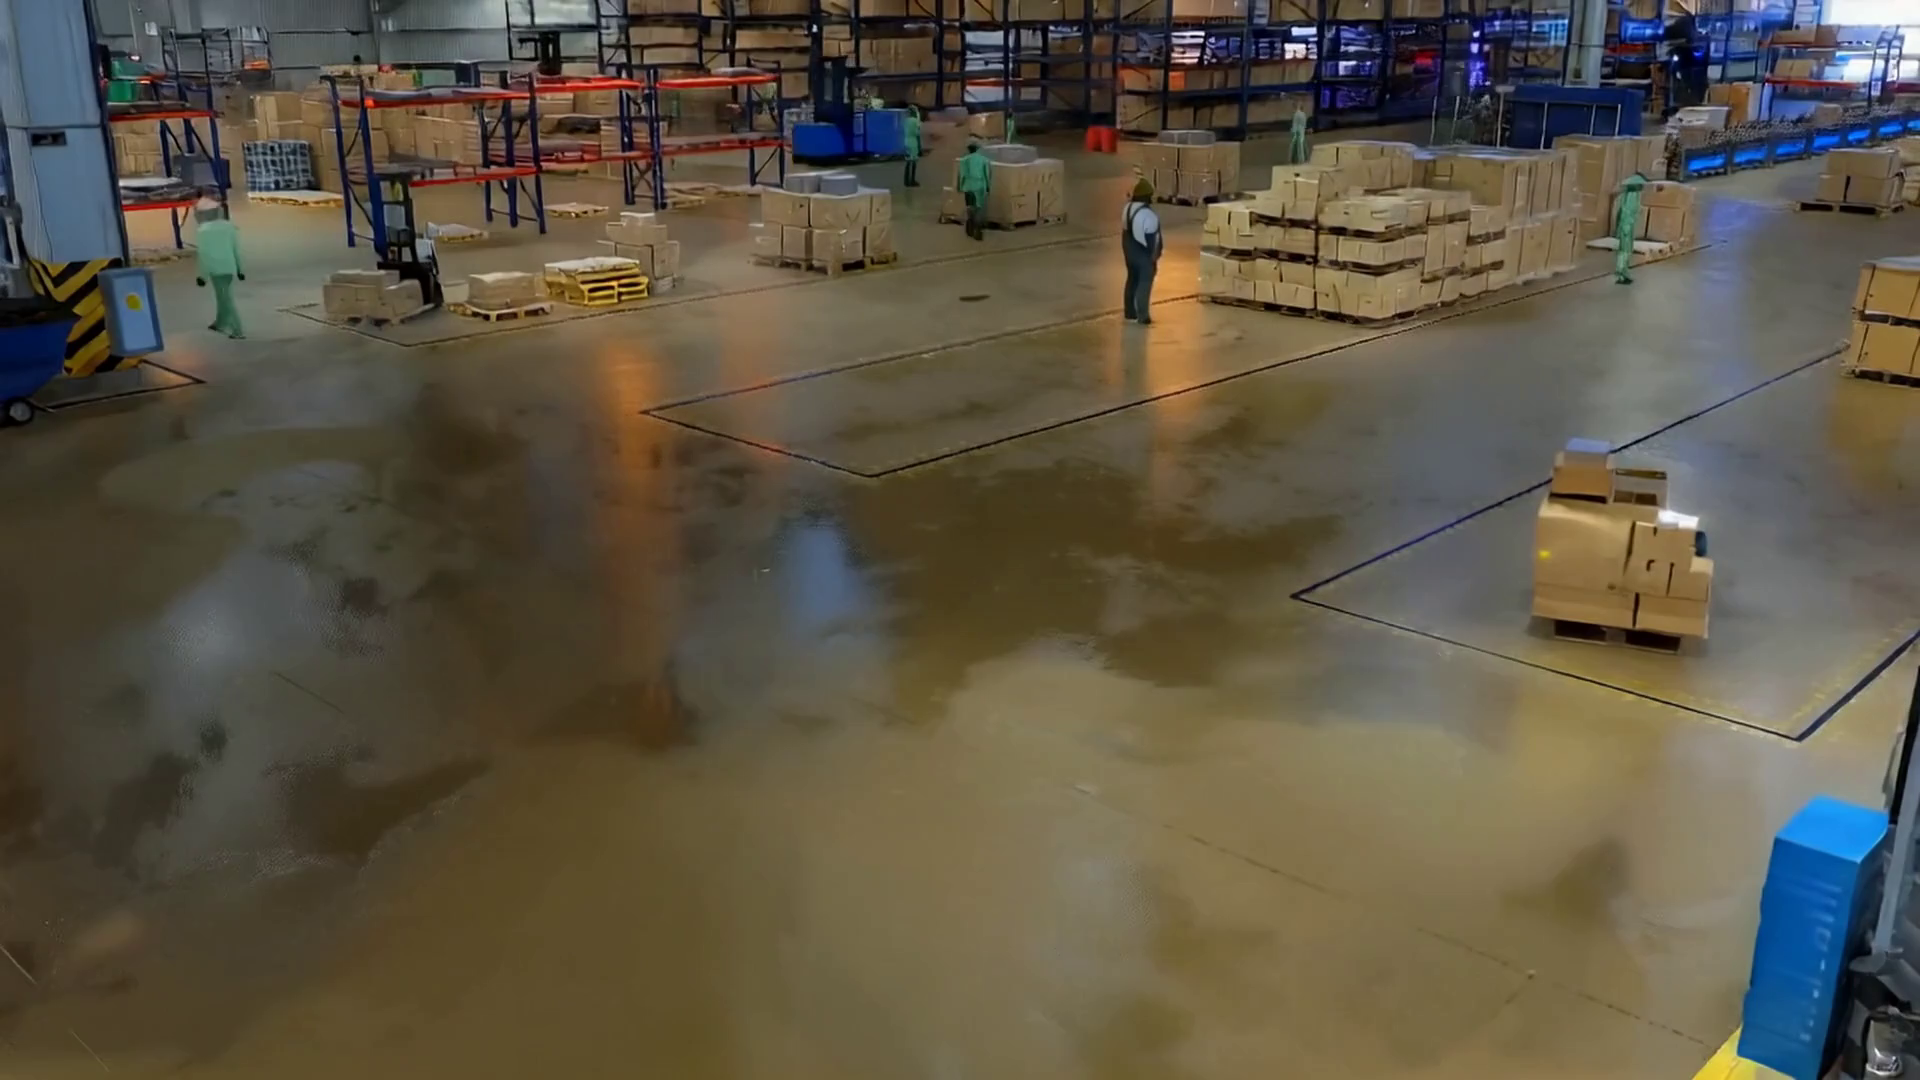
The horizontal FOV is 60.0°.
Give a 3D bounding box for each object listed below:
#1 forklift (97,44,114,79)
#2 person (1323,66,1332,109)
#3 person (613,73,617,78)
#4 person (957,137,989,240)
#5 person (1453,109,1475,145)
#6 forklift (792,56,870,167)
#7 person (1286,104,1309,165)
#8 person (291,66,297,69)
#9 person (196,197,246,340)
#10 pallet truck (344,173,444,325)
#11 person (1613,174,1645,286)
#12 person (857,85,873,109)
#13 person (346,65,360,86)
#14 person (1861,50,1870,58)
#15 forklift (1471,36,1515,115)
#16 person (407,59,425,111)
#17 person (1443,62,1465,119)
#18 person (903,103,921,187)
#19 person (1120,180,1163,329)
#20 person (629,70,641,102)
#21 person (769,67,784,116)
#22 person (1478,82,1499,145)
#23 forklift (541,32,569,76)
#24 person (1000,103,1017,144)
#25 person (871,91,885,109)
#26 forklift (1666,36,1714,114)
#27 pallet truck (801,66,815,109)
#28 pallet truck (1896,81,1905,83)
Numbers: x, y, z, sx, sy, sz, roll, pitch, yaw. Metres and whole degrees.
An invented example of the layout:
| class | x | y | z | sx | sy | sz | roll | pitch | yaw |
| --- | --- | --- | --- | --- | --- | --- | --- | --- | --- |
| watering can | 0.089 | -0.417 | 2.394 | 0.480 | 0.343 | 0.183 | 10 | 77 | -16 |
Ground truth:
| class | x | y | z | sx | sy | sz | roll | pitch | yaw |
| --- | --- | --- | --- | --- | --- | --- | --- | --- | --- |
| forklift | -27.144 | -14.333 | 52.966 | 1.873 | 2.768 | 1.129 | -4 | 19 | -12 |
| person | 13.979 | -17.013 | 62.838 | 0.536 | 1.732 | 0.513 | 13 | 23 | 35 |
| person | -11.029 | -14.057 | 53.616 | 0.627 | 1.933 | 0.377 | 3 | 19 | 10 |
| person | 0.229 | -6.616 | 31.276 | 0.569 | 1.879 | 1.010 | -7 | 20 | -20 |
| person | 12.741 | -10.020 | 41.932 | 0.514 | 1.608 | 0.667 | -3 | 19 | -10 |
| forklift | -3.484 | -11.404 | 44.139 | 1.129 | 2.768 | 1.873 | 17 | 25 | 41 |
| person | 9.041 | -10.718 | 44.085 | 0.511 | 1.593 | 0.868 | -15 | 24 | -38 |
| person | -23.748 | -15.966 | 59.420 | 0.460 | 1.910 | 0.639 | 1 | 18 | 3 |
| person | -9.985 | -3.626 | 22.252 | 0.902 | 1.885 | 0.622 | 8 | 20 | 22 |
| pallet truck | -8.209 | -4.181 | 23.757 | 0.823 | 1.965 | 1.885 | 3 | 19 | 9 |
| person | 10.646 | -4.935 | 26.428 | 0.297 | 1.744 | 0.487 | 12 | 22 | 31 |
| person | -2.946 | -13.241 | 51.563 | 0.527 | 1.668 | 0.811 | -6 | 19 | -18 |
| person | -21.192 | -15.593 | 58.177 | 0.759 | 1.975 | 0.632 | 9 | 20 | 26 |
| person | 44.681 | -23.407 | 82.133 | 0.588 | 1.698 | 0.887 | -7 | 19 | -19 |
| forklift | 19.973 | -17.201 | 61.605 | 1.873 | 2.768 | 1.129 | 16 | 24 | 40 |
| person | -20.910 | -17.459 | 63.871 | 0.542 | 1.929 | 0.373 | 5 | 19 | 16 |
| person | 17.801 | -16.148 | 59.777 | 0.611 | 2.029 | 0.618 | 14 | 23 | 37 |
| person | -1.117 | -9.355 | 39.429 | 0.391 | 1.948 | 0.605 | -13 | 22 | -34 |
| person | 2.542 | -3.958 | 23.018 | 0.537 | 2.000 | 0.682 | -10 | 21 | -28 |
| person | -11.032 | -14.877 | 56.119 | 0.590 | 1.913 | 0.399 | -9 | 20 | -25 |
| person | -6.610 | -16.161 | 60.121 | 0.516 | 1.828 | 0.630 | -13 | 22 | -34 |
| person | 15.741 | -12.664 | 49.513 | 0.553 | 1.877 | 1.024 | 15 | 23 | 37 |
| forklift | -16.572 | -19.228 | 67.712 | 1.129 | 2.768 | 1.873 | 17 | 25 | 41 |
| person | 1.170 | -9.937 | 41.395 | 0.994 | 1.816 | 0.510 | 2 | 18 | 6 |
| person | -2.482 | -12.621 | 49.807 | 0.530 | 1.604 | 0.831 | -10 | 21 | -27 |
| forklift | 27.341 | -17.291 | 61.877 | 1.129 | 2.768 | 1.873 | 17 | 25 | 41 |
| pallet truck | -4.812 | -15.182 | 56.903 | 0.823 | 1.965 | 1.885 | -9 | 21 | -26 |
| pallet truck | 34.802 | -16.331 | 61.455 | 0.653 | 1.274 | 1.630 | 17 | 25 | 41 |
